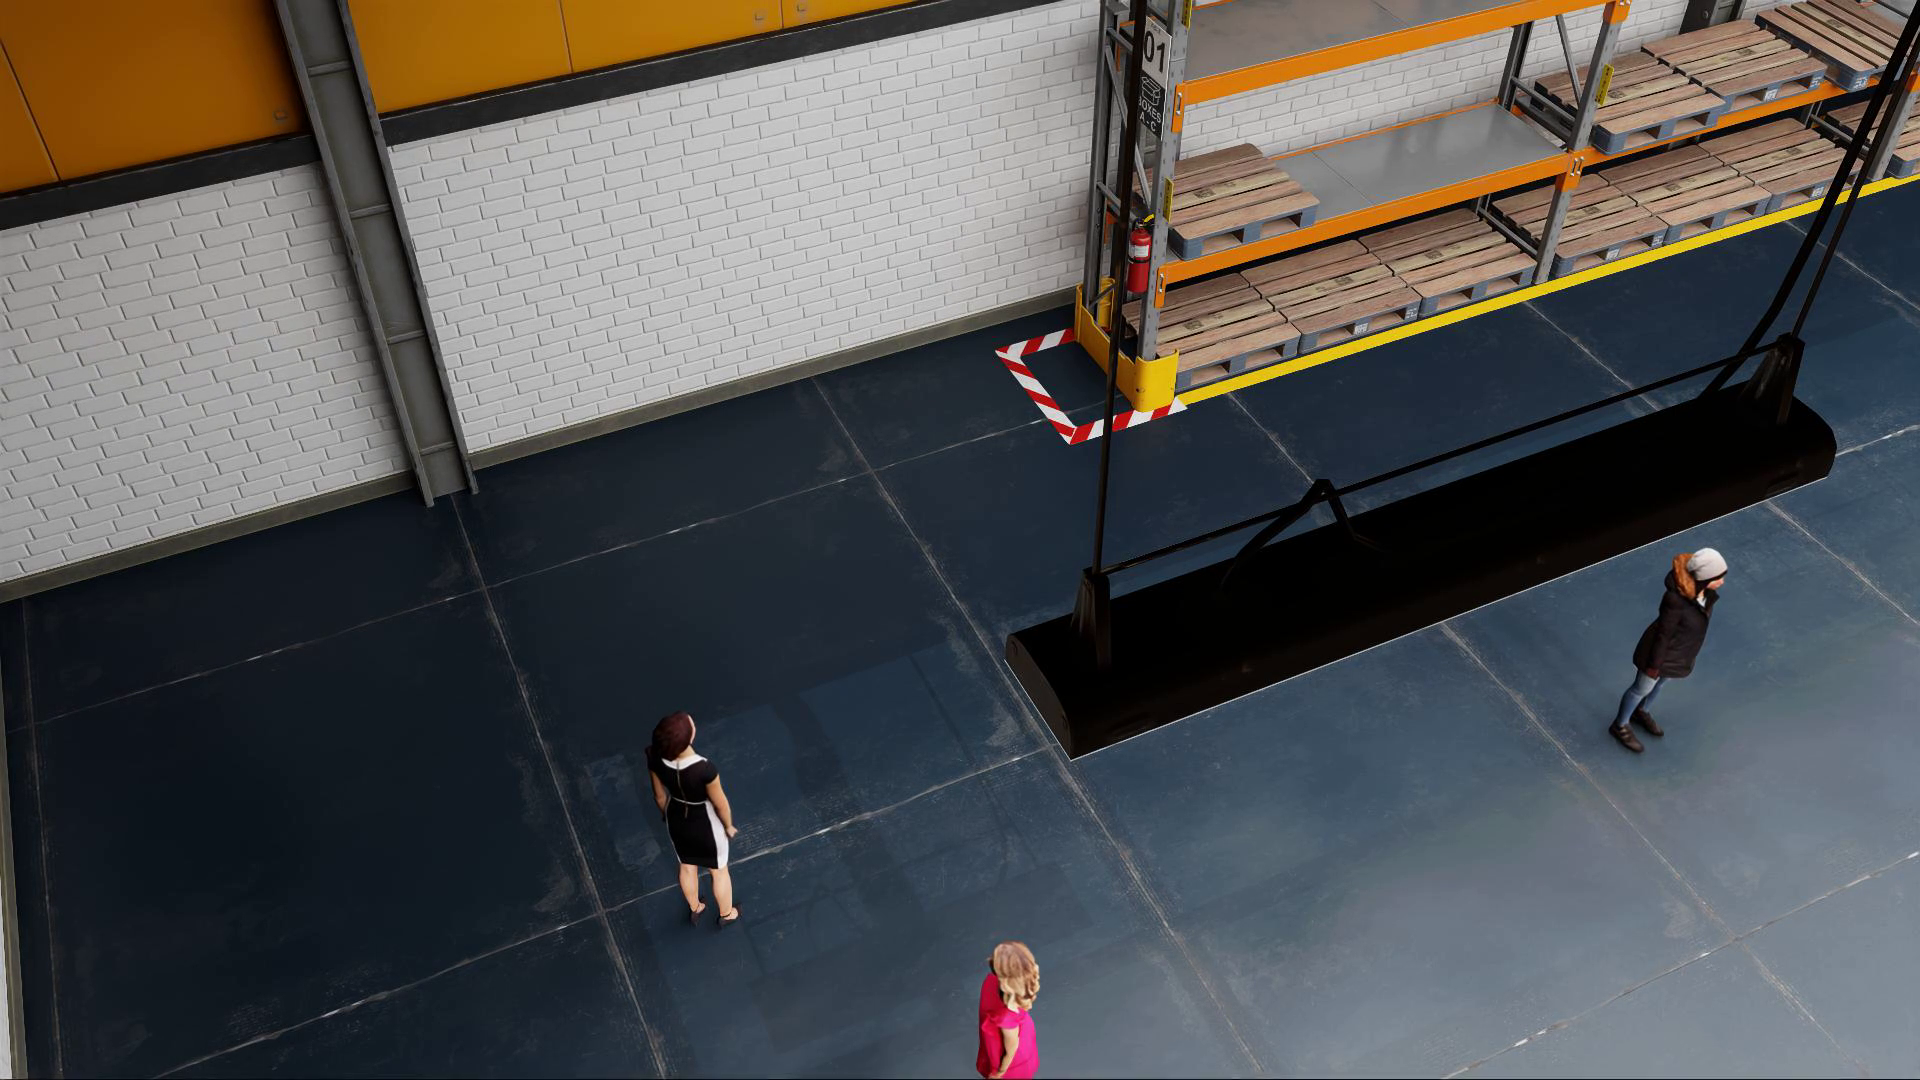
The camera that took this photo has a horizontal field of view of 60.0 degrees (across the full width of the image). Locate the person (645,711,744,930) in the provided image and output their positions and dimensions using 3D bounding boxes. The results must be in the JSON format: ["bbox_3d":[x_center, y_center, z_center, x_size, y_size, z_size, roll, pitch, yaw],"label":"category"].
[{"bbox_3d":[-1.469,1.590,9.270,0.628,1.795,0.704,11,45,12],"label":"person"}]

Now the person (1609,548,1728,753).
[{"bbox_3d":[4.410,0.656,10.366,0.607,1.636,0.737,-28,50,-26],"label":"person"}]

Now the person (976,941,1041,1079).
[{"bbox_3d":[0.255,2.518,8.345,0.696,1.727,0.667,5,44,5],"label":"person"}]
